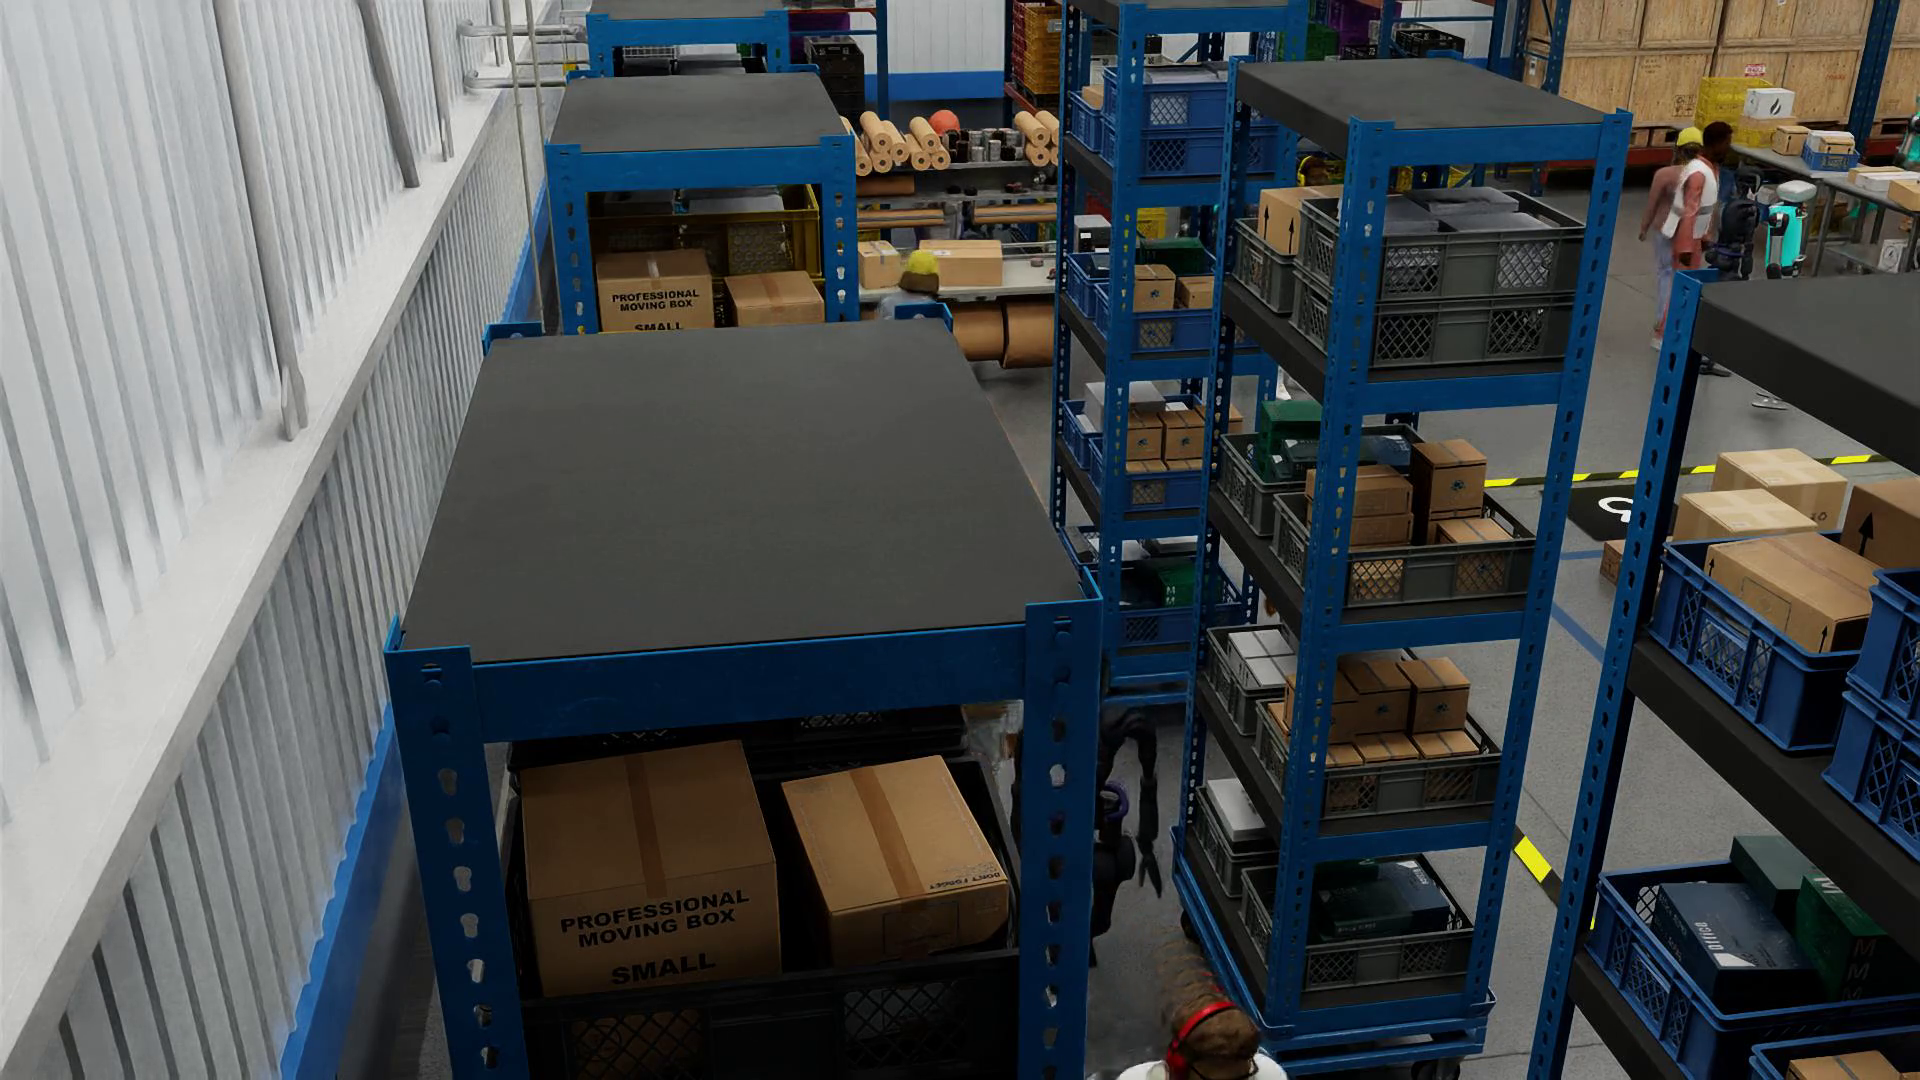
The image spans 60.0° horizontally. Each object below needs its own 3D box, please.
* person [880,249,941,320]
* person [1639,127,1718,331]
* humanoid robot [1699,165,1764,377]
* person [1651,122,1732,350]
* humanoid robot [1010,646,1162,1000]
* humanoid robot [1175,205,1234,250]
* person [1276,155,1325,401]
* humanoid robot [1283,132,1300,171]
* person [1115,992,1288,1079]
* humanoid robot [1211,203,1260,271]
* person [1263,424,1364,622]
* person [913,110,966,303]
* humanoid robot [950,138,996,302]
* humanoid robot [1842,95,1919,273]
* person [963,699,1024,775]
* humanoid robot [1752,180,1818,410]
[{"bbox_3d":[-0.340,-1.047,10.889,0.501,1.673,0.871,18,30,33],"label":"person"},{"bbox_3d":[6.183,-2.704,14.416,0.546,1.720,0.866,5,25,10],"label":"person"},{"bbox_3d":[6.142,-2.163,13.298,0.315,1.657,0.599,1,25,2],"label":"humanoid robot"},{"bbox_3d":[6.027,-2.489,13.759,0.419,1.899,0.639,14,28,28],"label":"person"},{"bbox_3d":[0.457,1.118,6.258,0.586,1.651,0.769,-2,25,-4],"label":"humanoid robot"},{"bbox_3d":[1.923,-2.417,13.792,0.698,1.782,0.539,-21,32,-39],"label":"humanoid robot"},{"bbox_3d":[2.617,-2.003,12.730,0.507,1.876,0.328,-15,28,-29],"label":"person"},{"bbox_3d":[3.551,-4.483,18.368,0.413,1.644,0.615,-1,25,-1],"label":"humanoid robot"},{"bbox_3d":[0.573,1.880,4.400,0.579,1.765,1.072,-11,27,-23],"label":"person"},{"bbox_3d":[2.299,-2.247,13.488,0.609,1.650,0.307,-6,25,-14],"label":"humanoid robot"},{"bbox_3d":[1.732,0.202,7.963,0.596,1.852,0.359,-4,25,-9],"label":"person"},{"bbox_3d":[-0.129,-2.469,13.548,0.394,2.040,0.614,18,30,33],"label":"person"},{"bbox_3d":[0.028,-2.692,14.486,0.609,1.639,0.554,4,25,10],"label":"humanoid robot"},{"bbox_3d":[8.871,-3.422,16.003,0.530,1.777,0.800,-17,30,-32],"label":"humanoid robot"},{"bbox_3d":[0.006,0.690,6.824,0.558,1.912,0.622,5,25,10],"label":"person"},{"bbox_3d":[6.216,-1.766,12.220,0.735,1.677,0.533,17,30,33],"label":"humanoid robot"}]
